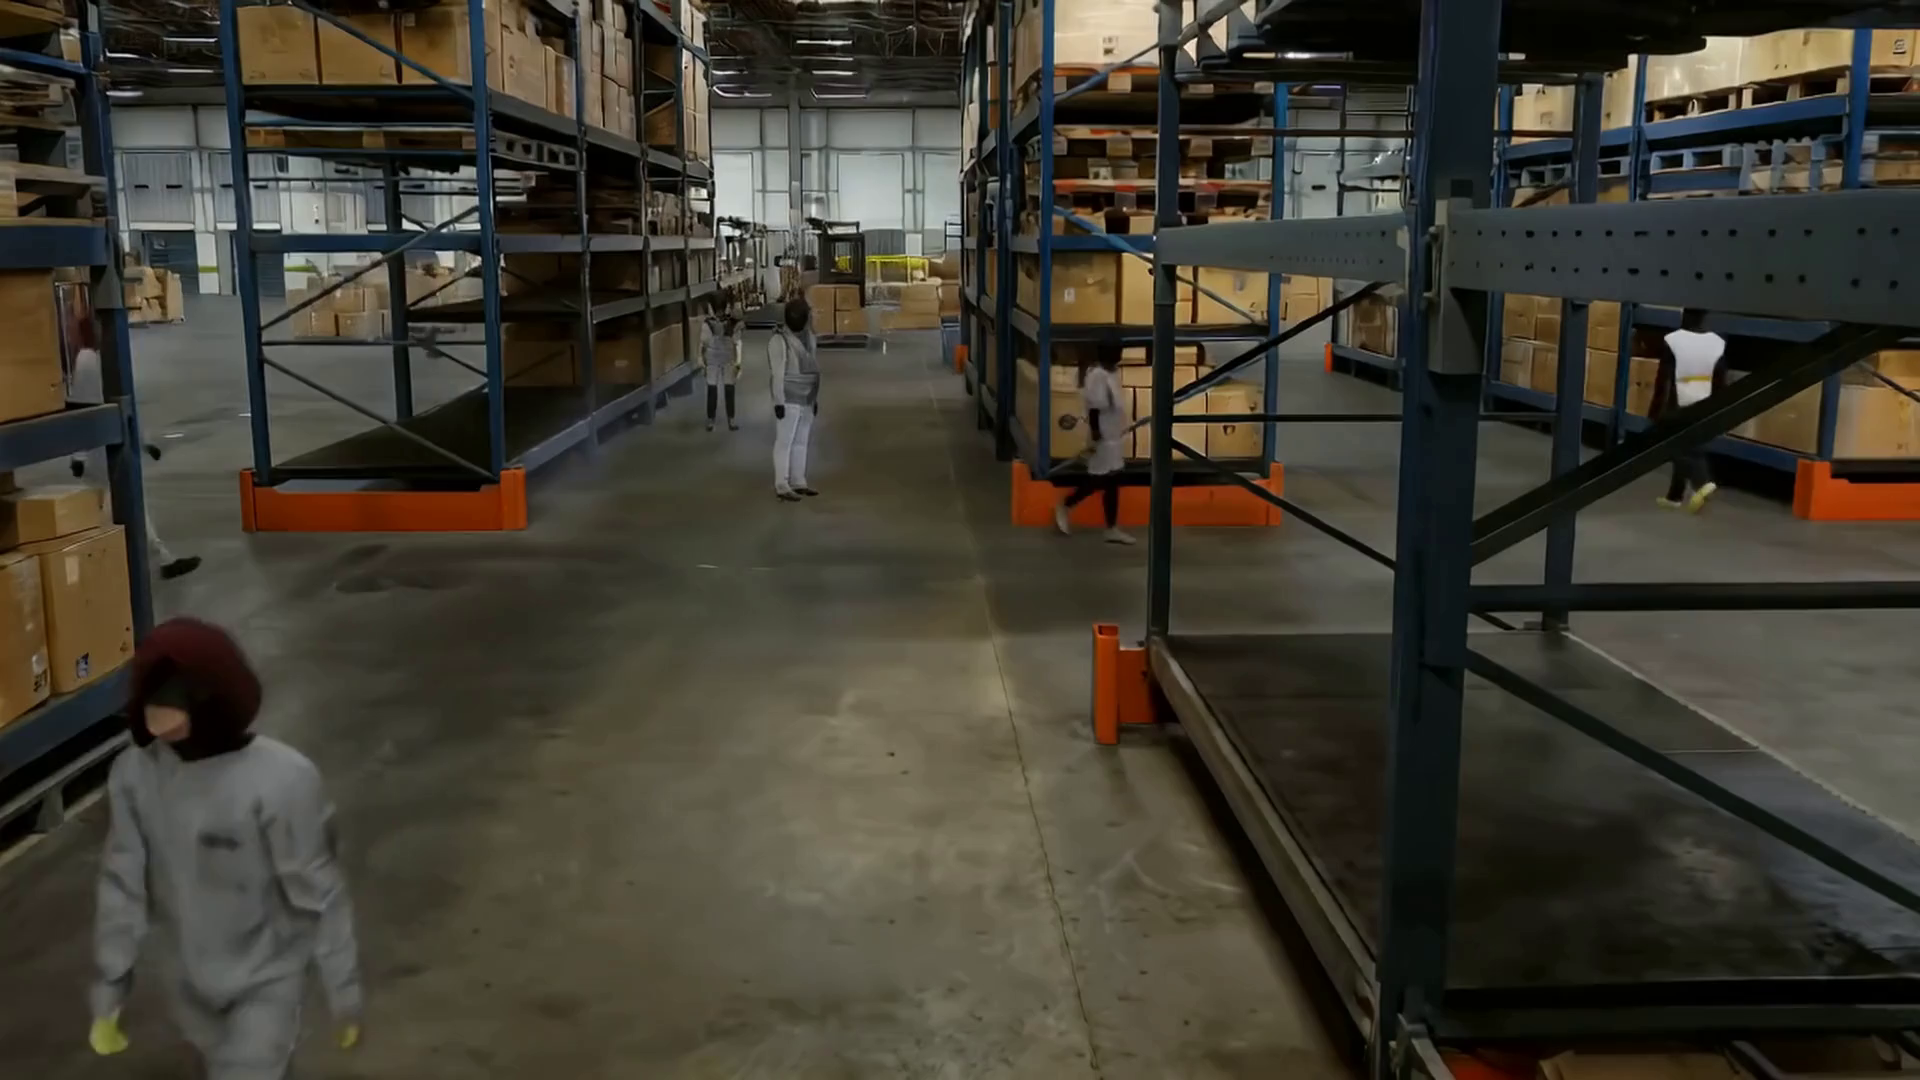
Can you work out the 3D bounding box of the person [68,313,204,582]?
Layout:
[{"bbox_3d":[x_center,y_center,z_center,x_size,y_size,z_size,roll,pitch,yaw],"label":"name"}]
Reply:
[{"bbox_3d":[-5.802,-0.633,11.418,1.004,1.881,0.643,-3,11,-15],"label":"person"}]

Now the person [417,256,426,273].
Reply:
[{"bbox_3d":[-15.421,-7.231,48.084,0.747,1.924,0.638,-2,10,-10],"label":"person"}]

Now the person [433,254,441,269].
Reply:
[{"bbox_3d":[-17.031,-8.329,54.178,0.375,1.932,0.621,-8,13,-36],"label":"person"}]

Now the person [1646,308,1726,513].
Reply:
[{"bbox_3d":[6.361,-1.176,14.424,0.590,1.894,0.786,-3,11,-16],"label":"person"}]

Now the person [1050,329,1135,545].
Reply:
[{"bbox_3d":[1.055,-0.799,12.890,0.596,1.681,0.546,5,11,27],"label":"person"}]

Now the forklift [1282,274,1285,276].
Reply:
[{"bbox_3d":[12.240,-10.302,62.509,1.129,2.768,1.873,0,10,-2],"label":"forklift"}]

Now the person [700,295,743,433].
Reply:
[{"bbox_3d":[-2.937,-2.174,20.524,0.529,1.697,0.321,-3,11,-18],"label":"person"}]

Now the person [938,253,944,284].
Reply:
[{"bbox_3d":[-0.549,-10.218,64.759,0.902,1.900,0.575,-6,12,-30],"label":"person"}]

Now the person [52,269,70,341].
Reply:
[{"bbox_3d":[-21.534,-5.563,39.289,0.858,1.733,0.520,3,11,16],"label":"person"}]

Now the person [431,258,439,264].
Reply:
[{"bbox_3d":[-18.514,-9.048,58.579,0.979,1.799,0.633,0,10,0],"label":"person"}]

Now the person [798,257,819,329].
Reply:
[{"bbox_3d":[-3.940,-6.472,43.805,0.605,1.941,0.800,2,10,9],"label":"person"}]

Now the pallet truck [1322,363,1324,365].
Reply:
[{"bbox_3d":[7.712,-4.157,30.737,1.885,1.965,0.823,3,11,16],"label":"pallet truck"}]

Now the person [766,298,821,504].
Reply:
[{"bbox_3d":[-1.475,-1.257,15.026,0.430,1.840,0.625,6,12,28],"label":"person"}]

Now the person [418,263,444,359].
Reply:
[{"bbox_3d":[-10.590,-4.587,33.336,0.414,1.924,0.573,0,10,-1],"label":"person"}]

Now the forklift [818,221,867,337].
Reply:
[{"bbox_3d":[-2.808,-6.227,39.810,1.129,2.768,1.873,0,10,-2],"label":"forklift"}]

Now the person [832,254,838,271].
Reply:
[{"bbox_3d":[-4.198,-8.445,54.821,0.385,1.925,0.592,7,12,35],"label":"person"}]

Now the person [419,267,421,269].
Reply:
[{"bbox_3d":[-20.272,-9.755,62.778,0.325,1.690,0.536,1,10,4],"label":"person"}]

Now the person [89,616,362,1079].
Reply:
[{"bbox_3d":[-1.550,0.951,3.377,0.527,1.589,0.845,4,11,19],"label":"person"}]
